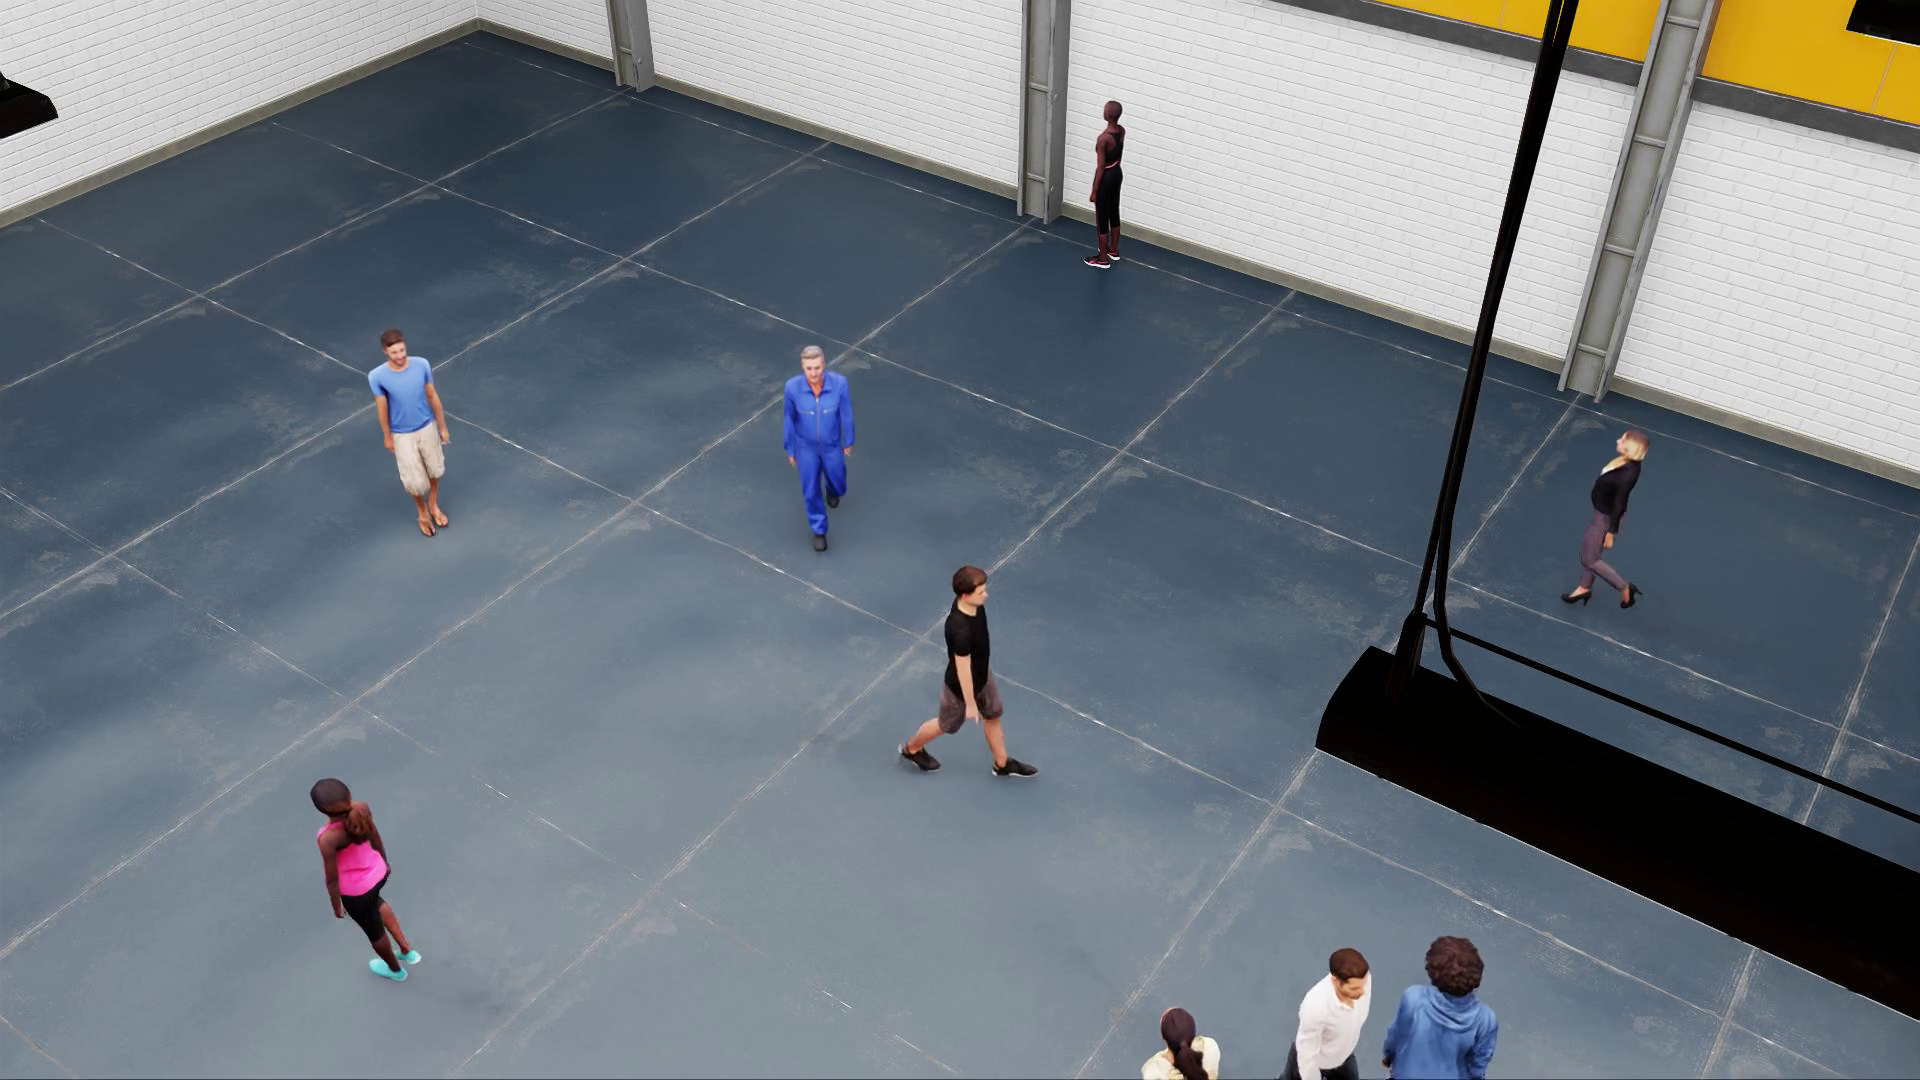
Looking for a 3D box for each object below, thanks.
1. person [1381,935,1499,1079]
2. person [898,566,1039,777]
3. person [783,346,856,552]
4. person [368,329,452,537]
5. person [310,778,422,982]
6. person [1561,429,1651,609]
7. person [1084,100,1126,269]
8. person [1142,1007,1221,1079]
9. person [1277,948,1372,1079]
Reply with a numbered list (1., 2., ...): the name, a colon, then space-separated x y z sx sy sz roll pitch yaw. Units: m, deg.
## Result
1. person: 2.436 2.819 8.698 0.870 1.788 0.865 17 42 20
2. person: -0.039 0.905 11.062 1.304 1.830 0.993 8 39 10
3. person: -1.124 -0.787 13.196 1.028 1.811 1.081 -4 39 -5
4. person: -4.418 -0.928 13.337 0.743 1.853 0.773 -24 45 -27
5. person: -3.423 2.033 9.740 0.667 1.716 0.638 15 41 18
6. person: 4.934 -0.106 12.465 0.831 1.658 0.669 17 42 20
7. person: 1.497 -3.592 16.750 0.533 1.758 0.602 26 45 29
8. person: 1.107 2.983 8.619 0.711 1.630 0.678 -21 43 -24
9. person: 1.835 2.695 8.819 0.914 1.831 1.238 -27 46 -29
